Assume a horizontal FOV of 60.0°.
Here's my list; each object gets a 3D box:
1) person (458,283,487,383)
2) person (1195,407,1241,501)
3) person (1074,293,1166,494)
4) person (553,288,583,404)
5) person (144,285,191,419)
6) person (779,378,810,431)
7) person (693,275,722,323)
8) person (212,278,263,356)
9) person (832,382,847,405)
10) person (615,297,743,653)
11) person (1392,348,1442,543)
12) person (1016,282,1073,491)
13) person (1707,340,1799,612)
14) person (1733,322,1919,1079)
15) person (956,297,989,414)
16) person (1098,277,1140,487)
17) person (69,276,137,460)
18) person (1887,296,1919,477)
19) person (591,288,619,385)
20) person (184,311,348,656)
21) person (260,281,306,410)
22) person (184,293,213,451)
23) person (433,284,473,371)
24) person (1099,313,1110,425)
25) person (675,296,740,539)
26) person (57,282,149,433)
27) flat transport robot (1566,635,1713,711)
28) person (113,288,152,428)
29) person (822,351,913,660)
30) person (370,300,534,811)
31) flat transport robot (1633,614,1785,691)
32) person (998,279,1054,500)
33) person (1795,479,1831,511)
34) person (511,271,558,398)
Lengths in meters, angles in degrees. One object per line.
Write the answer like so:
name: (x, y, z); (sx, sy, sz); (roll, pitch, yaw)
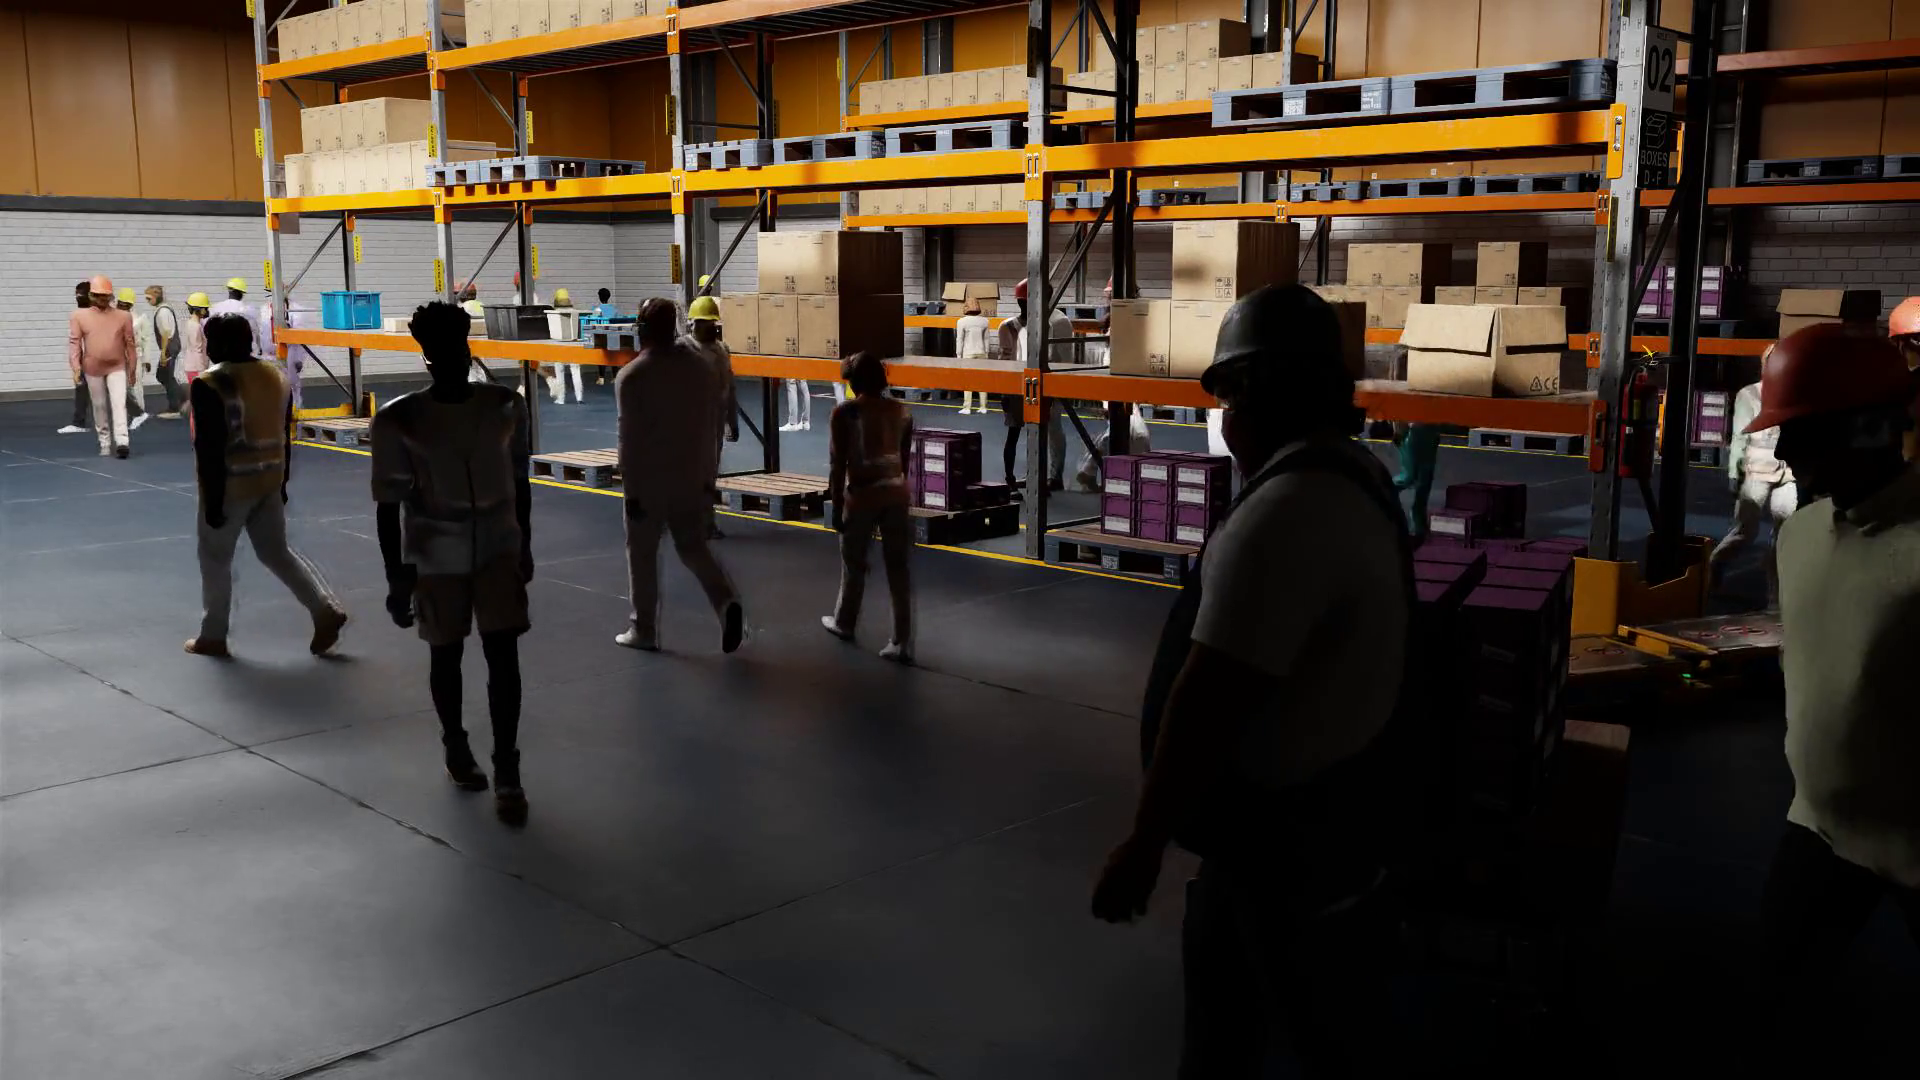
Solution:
person: (-6.533, -2.504, 22.175); (0.429, 1.842, 0.636); (3, 10, 15)
person: (2.359, -1.224, 14.477); (0.750, 1.814, 0.657); (7, 11, 36)
person: (1.424, -1.277, 14.695); (1.015, 1.840, 0.581); (6, 11, 31)
person: (-5.929, -2.899, 24.936); (0.501, 1.749, 0.352); (-6, 11, -31)
person: (-10.649, -2.516, 22.344); (0.460, 1.808, 0.604); (-4, 10, -22)
person: (-2.073, -2.291, 20.766); (0.325, 1.876, 0.524); (8, 12, 39)
person: (-3.803, -3.027, 25.115); (0.584, 1.928, 0.373); (-7, 11, -35)
person: (-9.825, -2.617, 22.708); (0.608, 1.895, 0.525); (1, 9, 6)
person: (-1.650, -2.437, 22.113); (0.543, 1.724, 0.879); (-4, 10, -24)
person: (-1.498, -0.321, 8.673); (0.648, 1.880, 0.782); (-8, 12, -41)
person: (3.317, -0.840, 12.242); (0.541, 1.748, 0.502); (-7, 11, -35)
person: (0.765, -1.413, 15.189); (0.371, 1.939, 0.629); (-7, 12, -38)
person: (4.745, -0.376, 9.829); (0.516, 1.617, 0.667); (-1, 9, -7)
person: (1.834, 0.554, 3.193); (1.017, 1.928, 0.725); (-2, 10, -15)
person: (0.182, -2.567, 23.231); (0.494, 1.625, 0.276); (-4, 10, -24)
person: (1.445, -1.384, 14.835); (0.379, 1.996, 0.609); (-4, 10, -24)
person: (-9.093, -1.822, 17.685); (0.636, 1.926, 1.067); (-5, 11, -28)
person: (4.196, -0.103, 7.268); (0.577, 1.907, 0.672); (4, 10, 22)
person: (-6.184, -3.547, 29.038); (0.530, 1.689, 0.322); (-8, 12, -39)
person: (-3.659, -0.276, 8.634); (0.847, 1.817, 0.637); (3, 10, 20)
person: (-8.330, -2.235, 20.352); (0.672, 1.891, 0.508); (3, 10, 17)
person: (-8.488, -1.879, 18.603); (0.344, 1.759, 0.534); (-4, 10, -24)
person: (-6.453, -2.317, 20.874); (0.972, 1.884, 0.572); (2, 10, 13)
person: (1.375, -1.206, 14.851); (0.284, 1.631, 0.502); (0, 9, 1)
person: (-1.907, -0.900, 12.401); (0.427, 1.817, 0.623); (8, 12, 40)
person: (-10.703, -2.277, 20.704); (1.000, 1.872, 0.601); (-5, 11, -29)
flat transport robot: (2.697, 0.637, 7.718); (1.431, 0.197, 0.652); (-4, 10, -21)
person: (-10.593, -2.300, 21.125); (0.602, 1.790, 0.609); (-2, 9, -9)
person: (-0.485, -0.187, 8.710); (0.521, 1.585, 0.846); (-5, 11, -29)
person: (-1.850, 0.070, 6.195); (0.631, 1.905, 0.851); (-5, 11, -29)
flat transport robot: (3.977, 0.538, 8.325); (1.431, 0.197, 0.652); (-4, 10, -21)
person: (0.596, -1.322, 14.633); (0.545, 1.938, 0.361); (-5, 11, -29)
person: (4.539, -0.169, 8.477); (0.523, 1.638, 0.310); (4, 10, 25)
person: (-6.648, -3.180, 25.854); (0.959, 2.008, 0.598); (3, 10, 18)
